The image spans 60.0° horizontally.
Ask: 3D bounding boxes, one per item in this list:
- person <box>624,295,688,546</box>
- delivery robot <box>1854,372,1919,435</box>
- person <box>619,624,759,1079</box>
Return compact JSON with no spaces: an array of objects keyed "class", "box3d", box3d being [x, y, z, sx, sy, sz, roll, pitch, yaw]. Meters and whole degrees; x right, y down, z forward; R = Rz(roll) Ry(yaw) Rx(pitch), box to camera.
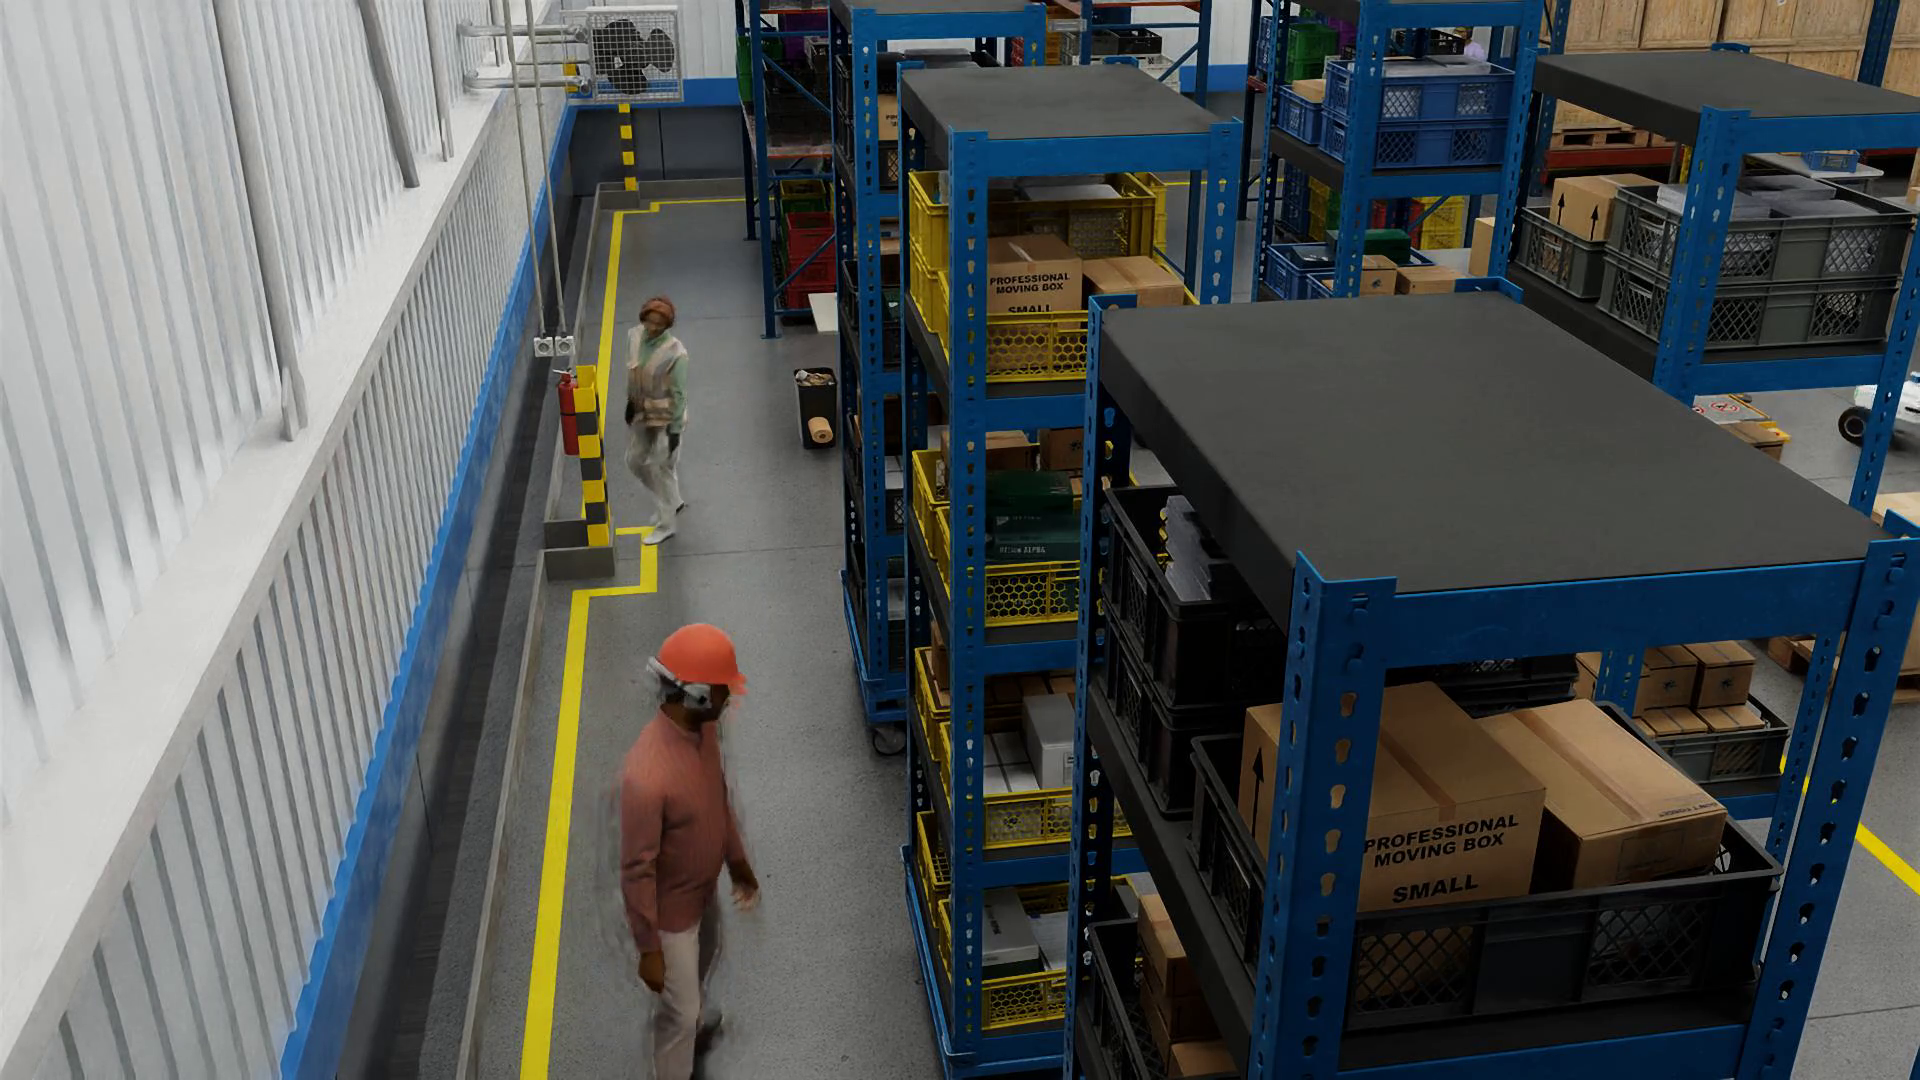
[{"class":"person","box3d":[-1.856,-0.743,10.280,0.557,1.615,0.376,20,31,36]},{"class":"delivery robot","box3d":[6.811,-0.960,11.907,0.477,0.478,0.707,-17,29,-32]},{"class":"person","box3d":[-0.923,1.195,5.675,0.434,1.957,0.848,3,25,7]}]
